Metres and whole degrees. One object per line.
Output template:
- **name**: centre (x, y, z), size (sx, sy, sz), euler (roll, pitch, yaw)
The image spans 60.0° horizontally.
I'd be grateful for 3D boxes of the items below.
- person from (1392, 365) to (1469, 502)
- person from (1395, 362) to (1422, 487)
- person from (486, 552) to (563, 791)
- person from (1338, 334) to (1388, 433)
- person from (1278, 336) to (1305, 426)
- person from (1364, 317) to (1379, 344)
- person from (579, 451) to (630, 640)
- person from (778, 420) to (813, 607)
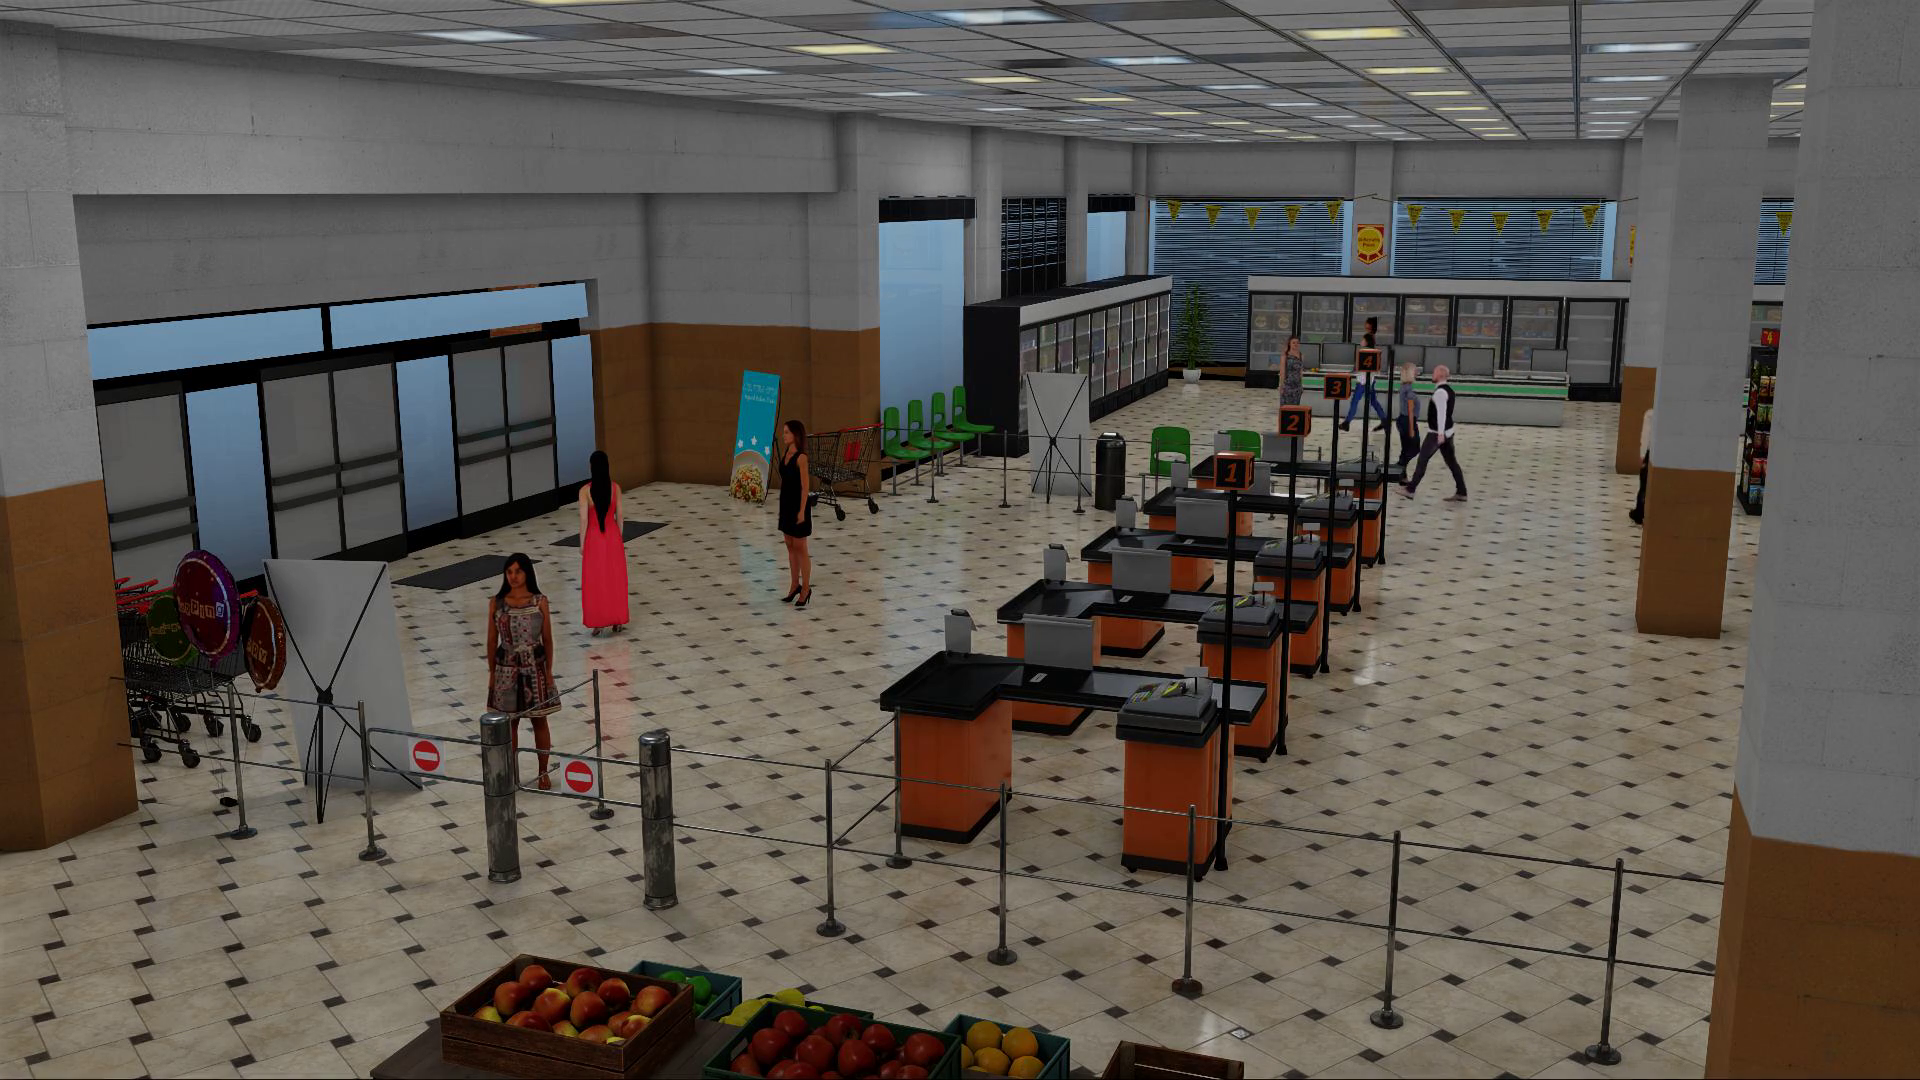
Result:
- **person**: centre (6.307, -1.328, 21.546), size (1.249, 1.774, 0.837), euler (7, 14, 28)
- **person**: centre (6.077, -1.578, 22.876), size (0.791, 1.715, 0.725), euler (0, 12, -2)
- **person**: centre (-2.981, 0.889, 11.330), size (0.643, 1.645, 0.784), euler (-2, 12, -8)
- **person**: centre (6.865, -2.566, 27.752), size (1.139, 1.640, 0.648), euler (3, 12, 15)
- **person**: centre (5.422, -2.494, 27.253), size (0.617, 1.705, 0.701), euler (-4, 12, -17)
- **person**: centre (7.952, -3.436, 31.927), size (1.113, 1.621, 0.706), euler (2, 12, 11)
- **person**: centre (-3.263, 0.035, 15.187), size (0.714, 1.727, 0.747), euler (-8, 14, -33)
- **person**: centre (-1.621, -0.266, 16.355), size (0.722, 1.835, 0.627), euler (-9, 15, -36)
